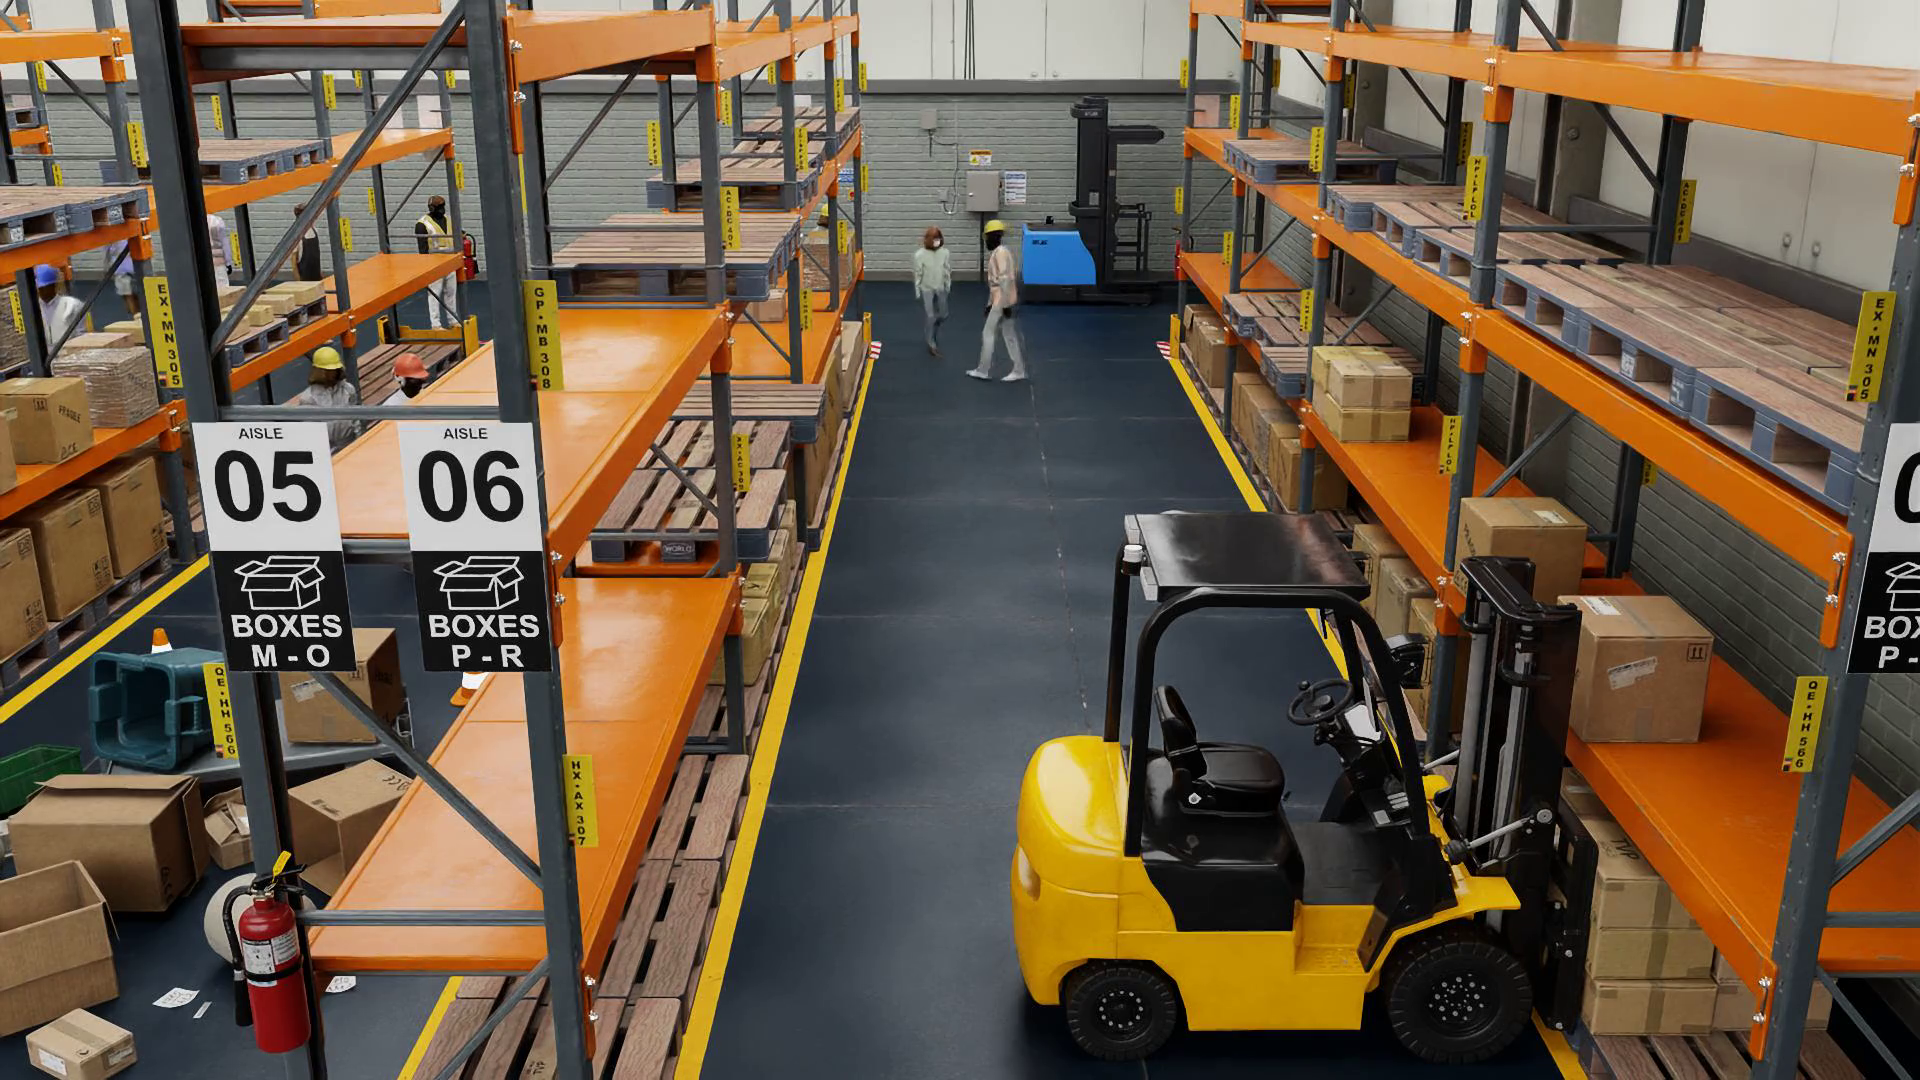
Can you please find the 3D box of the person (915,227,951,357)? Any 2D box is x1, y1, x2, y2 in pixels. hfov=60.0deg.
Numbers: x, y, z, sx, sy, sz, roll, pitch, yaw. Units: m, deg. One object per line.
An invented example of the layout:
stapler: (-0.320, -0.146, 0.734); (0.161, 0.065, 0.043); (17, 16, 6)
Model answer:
person: (-0.354, -3.148, 20.987); (0.512, 1.621, 0.471); (-9, 20, -26)

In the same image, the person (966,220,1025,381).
person: (0.417, -2.798, 19.549); (0.780, 1.862, 0.672); (4, 19, 11)

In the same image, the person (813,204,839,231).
person: (-1.751, -3.622, 22.246); (0.487, 1.737, 0.342); (-12, 22, -33)

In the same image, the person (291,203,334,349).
person: (-8.365, -3.394, 21.375); (0.351, 1.846, 0.506); (6, 19, 18)

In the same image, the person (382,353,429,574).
person: (-4.268, -0.611, 13.104); (0.340, 1.752, 0.564); (7, 19, 19)

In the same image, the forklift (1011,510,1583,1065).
forklift: (1.387, 1.055, 7.378); (2.313, 2.155, 1.214); (0, 18, 0)

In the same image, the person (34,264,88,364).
person: (-8.825, -1.788, 16.423); (0.600, 1.918, 0.919); (-2, 18, -5)

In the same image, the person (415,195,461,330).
person: (-6.952, -3.695, 22.311); (0.429, 1.836, 0.630); (12, 22, 33)

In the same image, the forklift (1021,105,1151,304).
forklift: (1.857, -4.944, 24.441); (1.873, 2.768, 1.129); (0, 18, 0)

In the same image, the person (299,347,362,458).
person: (-5.036, -0.706, 13.430); (0.340, 1.734, 0.489); (15, 23, 37)

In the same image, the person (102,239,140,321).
person: (-10.877, -3.556, 21.795); (0.570, 1.909, 0.889); (-15, 24, -39)
